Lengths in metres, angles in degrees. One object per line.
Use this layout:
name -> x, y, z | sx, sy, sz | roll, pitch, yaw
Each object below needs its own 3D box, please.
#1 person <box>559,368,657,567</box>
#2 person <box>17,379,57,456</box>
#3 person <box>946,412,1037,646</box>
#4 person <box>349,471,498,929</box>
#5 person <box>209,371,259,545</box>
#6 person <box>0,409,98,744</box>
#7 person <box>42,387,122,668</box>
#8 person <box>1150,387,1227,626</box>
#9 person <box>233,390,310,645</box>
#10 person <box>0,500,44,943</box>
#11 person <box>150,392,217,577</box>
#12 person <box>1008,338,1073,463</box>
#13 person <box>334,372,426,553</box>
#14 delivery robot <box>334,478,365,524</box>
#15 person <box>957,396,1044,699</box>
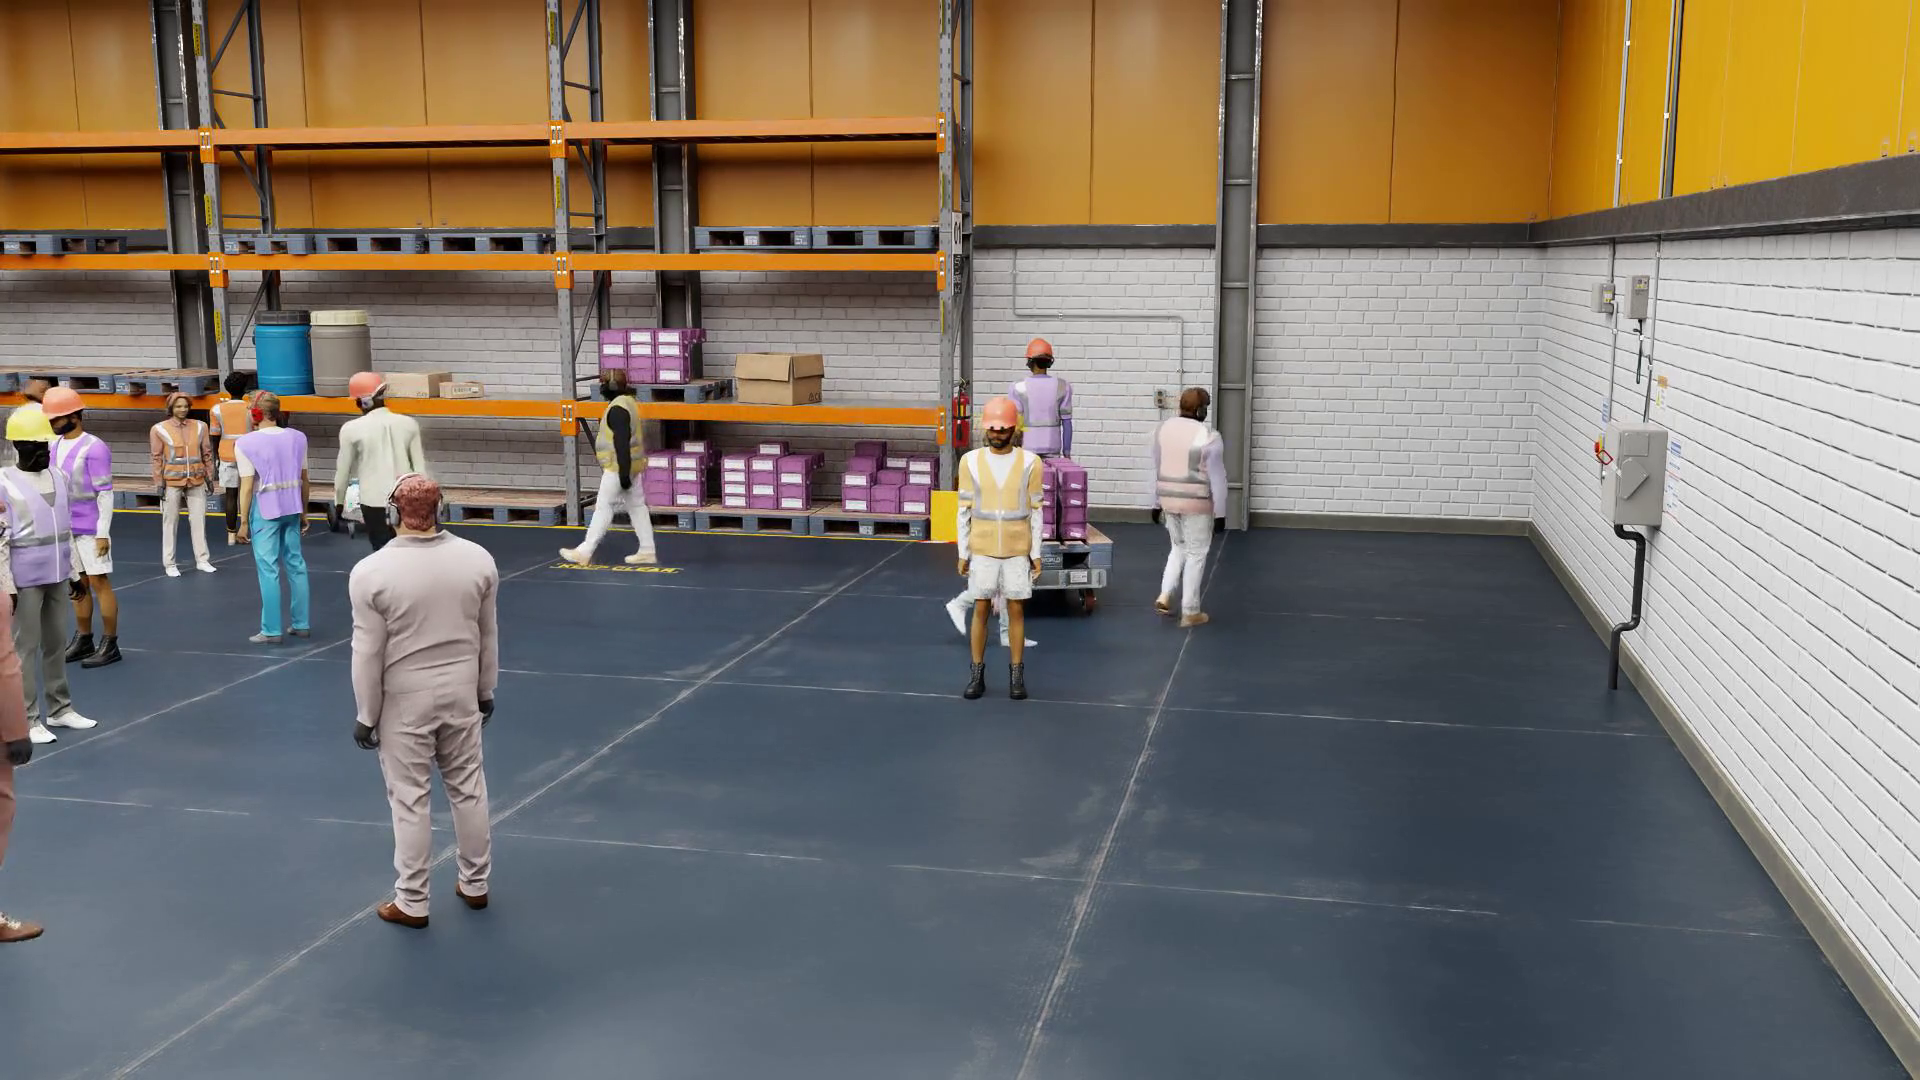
person -> -3.199, -0.653, 15.085 | 0.897, 1.799, 0.642 | 0, 10, -1
person -> -9.324, -0.829, 16.796 | 0.562, 1.574, 0.873 | 3, 10, 18
person -> 0.239, -0.077, 11.919 | 0.584, 1.727, 0.482 | 0, 10, 0
person -> -2.248, 0.672, 6.980 | 0.403, 1.911, 0.657 | 9, 13, 44
person -> -7.000, -0.791, 16.209 | 0.540, 1.696, 0.316 | -1, 10, -8
person -> -5.336, 0.201, 9.652 | 0.364, 1.928, 0.586 | 2, 10, 14
person -> -6.019, -0.085, 11.347 | 0.542, 1.927, 0.382 | 5, 11, 27
person -> 1.745, -0.249, 12.609 | 0.653, 1.827, 0.450 | 9, 13, 44
person -> -4.952, -0.161, 12.038 | 0.380, 1.844, 0.570 | 6, 11, 31
person -> -4.124, 0.718, 6.803 | 0.787, 1.866, 0.397 | 4, 10, 21
person -> -6.836, -0.493, 14.646 | 0.318, 1.630, 0.512 | 9, 13, 43
person -> 0.745, -0.867, 15.634 | 0.615, 2.042, 0.376 | -1, 10, -7
person -> -4.402, -0.302, 12.611 | 0.628, 1.927, 0.984 | -9, 13, -44
delivery robot -> -6.097, -0.380, 16.852 | 0.477, 0.478, 0.707 | -7, 11, -32
person -> 0.253, 0.056, 10.486 | 0.551, 1.932, 0.376 | 1, 10, 3
